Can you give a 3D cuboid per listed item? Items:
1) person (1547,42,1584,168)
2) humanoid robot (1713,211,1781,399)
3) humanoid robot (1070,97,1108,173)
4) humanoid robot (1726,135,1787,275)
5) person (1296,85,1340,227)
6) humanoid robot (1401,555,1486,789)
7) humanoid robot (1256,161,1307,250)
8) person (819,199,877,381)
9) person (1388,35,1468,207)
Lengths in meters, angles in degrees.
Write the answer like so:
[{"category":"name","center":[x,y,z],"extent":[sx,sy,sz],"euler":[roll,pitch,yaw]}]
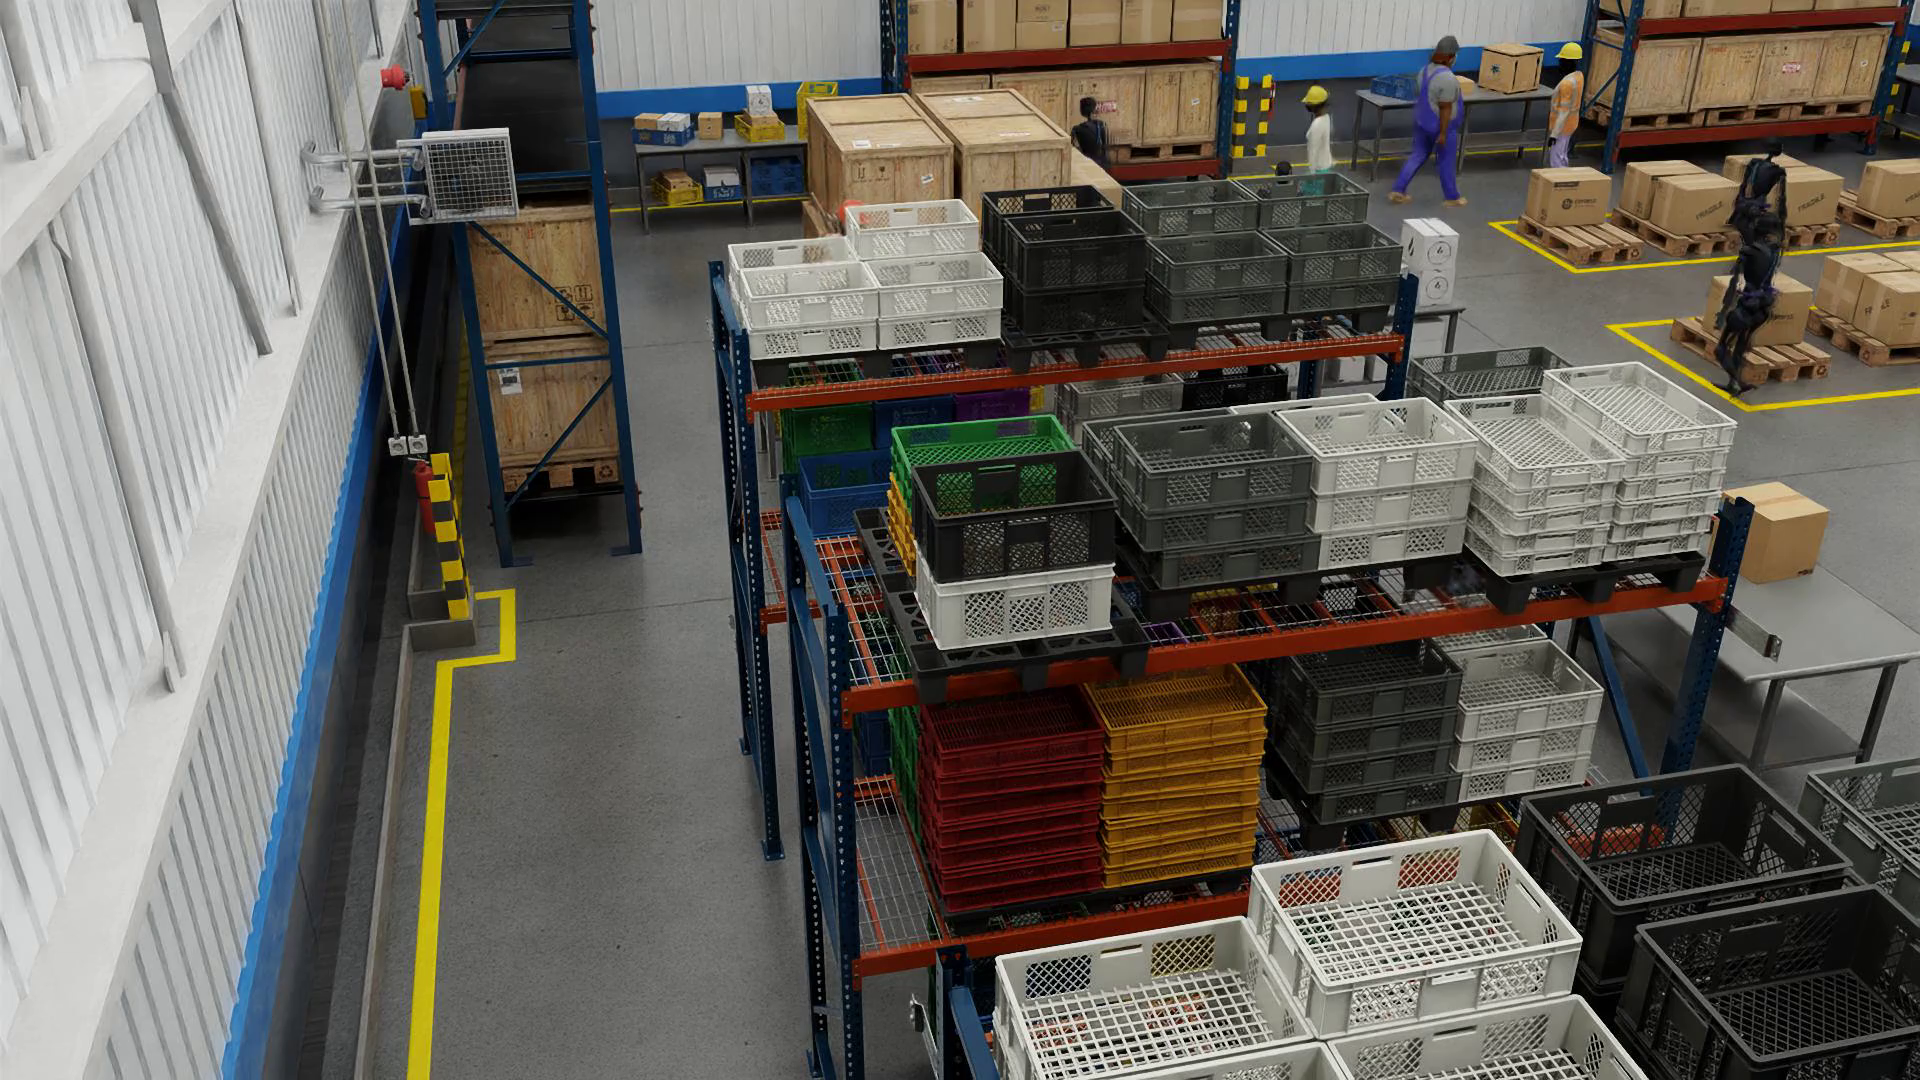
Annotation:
[{"category":"person","center":[7.004,-4.816,19.405],"extent":[0.367,1.928,0.585],"euler":[15,31,27]},{"category":"humanoid robot","center":[6.821,-2.008,14.343],"extent":[0.590,1.650,0.429],"euler":[-15,31,-26]},{"category":"humanoid robot","center":[1.378,-4.019,18.224],"extent":[0.804,1.624,0.581],"euler":[22,35,35]},{"category":"humanoid robot","center":[8.036,-3.276,16.800],"extent":[0.747,1.627,0.602],"euler":[-6,28,-12]},{"category":"person","center":[4.011,-4.111,18.265],"extent":[0.743,1.733,0.526],"euler":[7,29,13]},{"category":"humanoid robot","center":[2.681,0.692,9.251],"extent":[0.561,1.624,0.719],"euler":[11,30,19]},{"category":"humanoid robot","center":[3.005,-2.789,15.822],"extent":[0.572,1.652,0.316],"euler":[6,28,11]},{"category":"person","center":[-0.996,-1.894,13.859],"extent":[1.098,1.924,0.643],"euler":[-3,28,-6]},{"category":"person","center":[5.580,-4.911,19.466],"extent":[0.827,2.000,0.687],"euler":[-8,29,-15]}]
